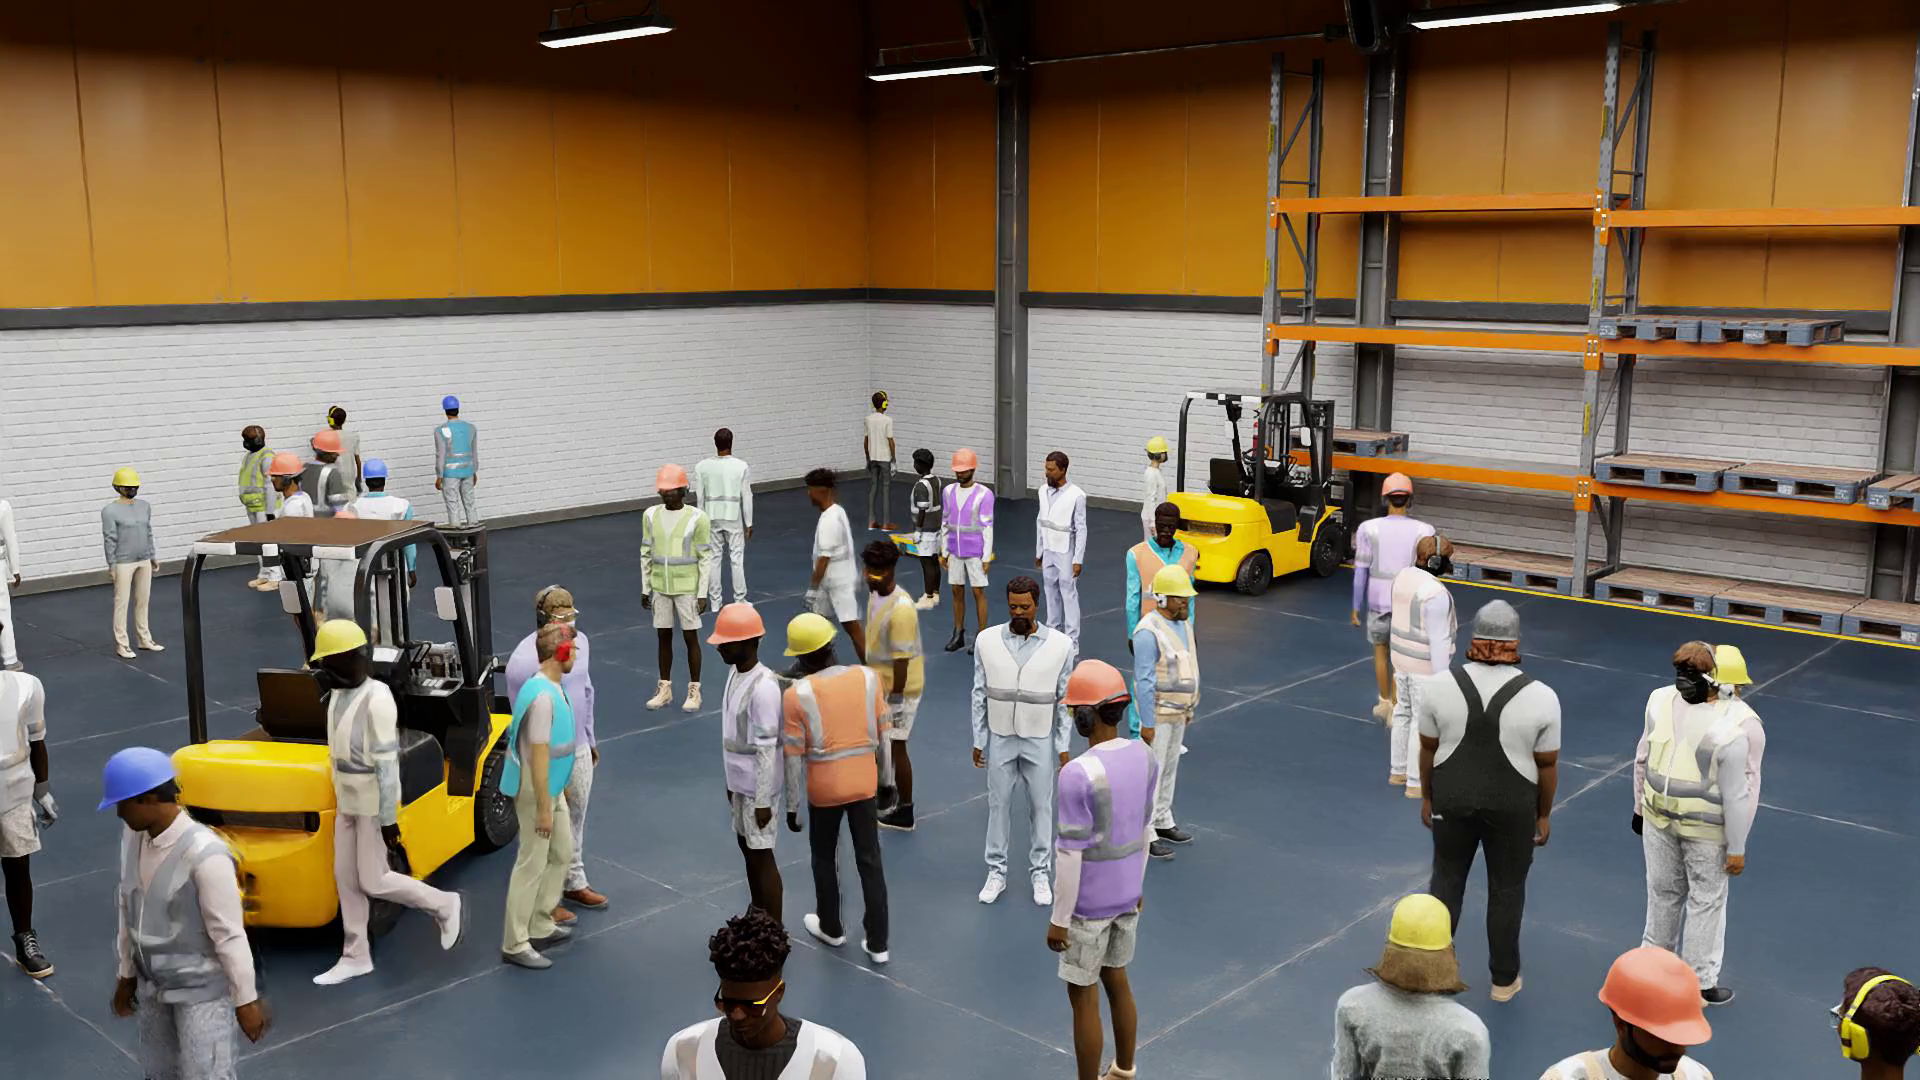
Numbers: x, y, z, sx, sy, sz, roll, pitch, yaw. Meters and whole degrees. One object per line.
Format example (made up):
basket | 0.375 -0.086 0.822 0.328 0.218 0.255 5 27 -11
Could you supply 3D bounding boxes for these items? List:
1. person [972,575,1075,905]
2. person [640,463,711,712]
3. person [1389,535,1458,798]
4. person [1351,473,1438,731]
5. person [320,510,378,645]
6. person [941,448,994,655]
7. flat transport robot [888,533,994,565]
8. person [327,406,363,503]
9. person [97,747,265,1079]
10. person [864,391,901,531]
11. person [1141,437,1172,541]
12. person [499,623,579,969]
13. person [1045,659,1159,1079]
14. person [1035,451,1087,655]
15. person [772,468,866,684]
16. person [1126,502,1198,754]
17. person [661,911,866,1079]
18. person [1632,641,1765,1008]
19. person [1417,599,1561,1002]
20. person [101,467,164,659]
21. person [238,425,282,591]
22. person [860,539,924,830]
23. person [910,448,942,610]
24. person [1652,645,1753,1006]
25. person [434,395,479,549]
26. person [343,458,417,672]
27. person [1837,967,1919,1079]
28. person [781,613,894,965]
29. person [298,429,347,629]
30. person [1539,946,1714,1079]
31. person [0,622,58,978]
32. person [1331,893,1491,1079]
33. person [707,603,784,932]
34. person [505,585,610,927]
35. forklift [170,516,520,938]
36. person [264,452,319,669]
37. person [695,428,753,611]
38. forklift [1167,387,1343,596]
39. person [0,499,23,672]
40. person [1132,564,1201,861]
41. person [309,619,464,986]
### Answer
person | 0.359 1.143 9.587 0.591 1.920 0.393 1 10 8
person | -2.321 0.386 13.536 0.608 2.046 0.368 3 10 15
person | 3.182 0.866 11.426 0.429 1.830 0.635 -2 10 -12
person | 3.423 0.475 13.090 0.659 2.025 0.558 2 10 11
person | -4.783 0.622 13.060 0.573 1.744 0.344 4 11 19
person | 0.052 0.106 15.466 0.544 1.930 0.388 6 12 32
flat transport robot | -0.261 0.082 20.310 0.652 0.197 1.431 -7 12 -34
person | -7.496 -0.690 20.147 0.513 1.877 0.328 -9 13 -41
person | -2.949 1.704 6.445 0.677 1.922 0.545 6 12 32
person | -1.052 -1.056 22.233 0.513 1.876 0.328 7 12 33
person | 2.095 -0.221 17.779 0.307 1.770 0.533 2 10 13
person | -2.203 1.341 8.762 0.439 1.815 0.593 -1 10 -5
person | 0.585 1.516 7.164 0.407 2.029 0.612 8 13 39
person | 0.932 0.128 15.366 0.371 1.916 0.597 -8 13 -38
person | -1.169 0.348 14.088 0.997 1.908 0.645 0 10 -2
person | 1.491 0.656 12.366 0.590 1.916 0.399 -5 11 -24
person | -0.555 1.984 4.721 0.599 1.952 0.378 2 10 9
person | 3.637 1.404 8.318 0.429 1.842 0.636 -7 12 -34
person | 2.672 1.287 8.414 0.689 2.000 0.538 5 11 28
person | -7.650 0.200 15.390 0.316 1.767 0.535 4 11 22
person | -7.726 -0.358 18.386 0.429 1.837 0.629 -9 13 -42
person | -0.453 0.936 10.755 0.427 1.945 0.669 -4 11 -19
person | -0.353 -0.115 17.391 0.319 1.693 0.532 3 10 17
person | 3.707 1.418 8.309 0.403 1.821 0.601 -3 10 -14
person | -6.284 -0.831 20.749 0.398 1.942 0.615 8 12 37
person | -5.079 0.252 14.607 0.605 1.939 0.415 -2 10 -9
person | 2.438 2.065 4.512 0.514 1.861 0.322 -2 10 -10
person | -0.646 1.302 8.813 0.664 1.879 0.597 -5 11 -25
person | -6.294 -0.082 16.306 0.808 2.021 0.460 5 11 27
person | 1.816 2.024 4.560 0.551 1.931 0.386 -2 10 -13
person | -4.935 1.319 8.466 0.607 1.959 0.393 -10 14 -43
person | 1.410 2.002 5.307 0.523 1.732 0.518 5 11 27
person | -1.129 1.277 8.803 0.387 1.929 0.546 -4 11 -23
person | -2.251 1.192 9.296 0.384 1.929 0.635 4 11 23
forklift | -3.583 0.976 9.748 1.214 2.155 2.313 2 10 11
person | -5.682 0.268 14.207 0.382 2.045 0.605 -3 10 -14
person | -2.435 -0.202 17.244 0.592 1.920 0.392 1 10 8
forklift | 3.298 -0.608 18.767 1.214 2.155 2.313 9 13 42
person | -8.602 0.273 14.638 0.585 1.882 0.340 -4 11 -23
person | 1.290 1.050 10.355 0.404 1.832 0.592 6 12 32
person | -3.033 1.330 8.625 0.707 1.886 0.620 -10 14 -44
